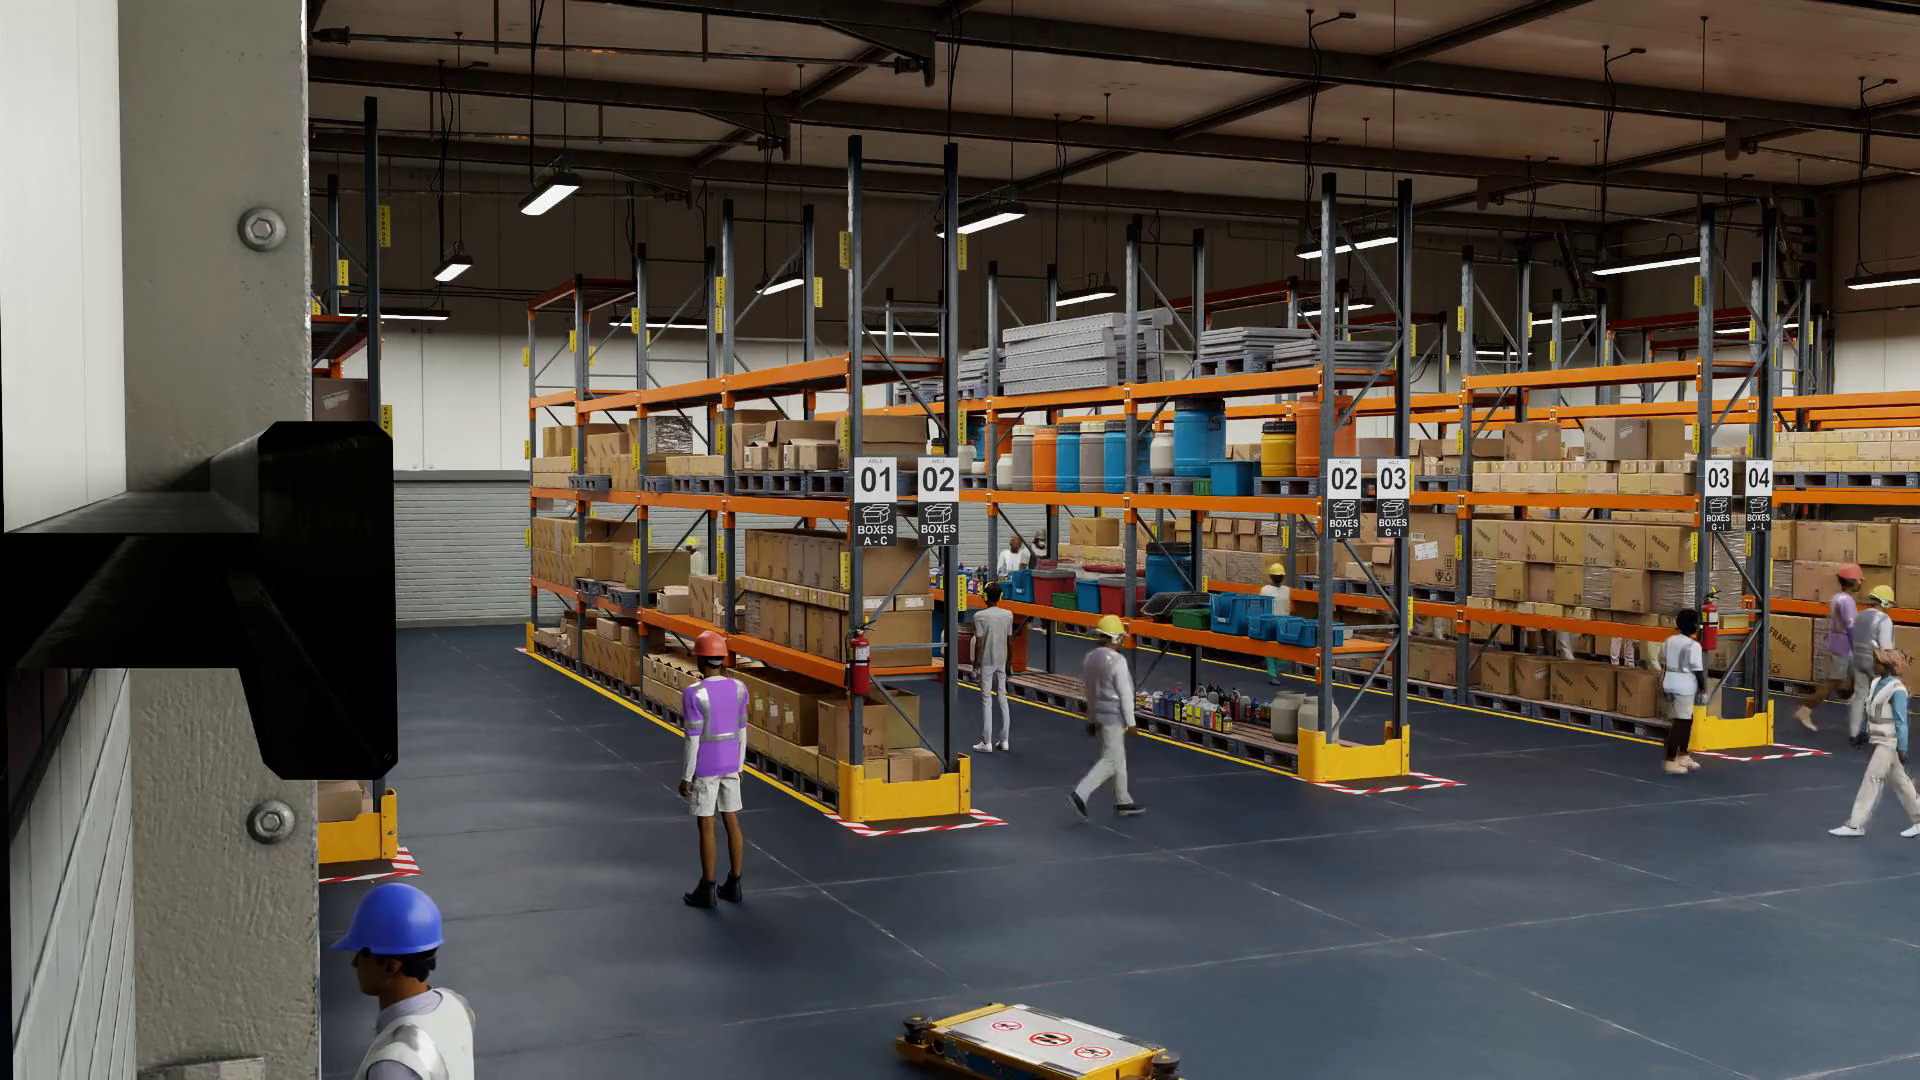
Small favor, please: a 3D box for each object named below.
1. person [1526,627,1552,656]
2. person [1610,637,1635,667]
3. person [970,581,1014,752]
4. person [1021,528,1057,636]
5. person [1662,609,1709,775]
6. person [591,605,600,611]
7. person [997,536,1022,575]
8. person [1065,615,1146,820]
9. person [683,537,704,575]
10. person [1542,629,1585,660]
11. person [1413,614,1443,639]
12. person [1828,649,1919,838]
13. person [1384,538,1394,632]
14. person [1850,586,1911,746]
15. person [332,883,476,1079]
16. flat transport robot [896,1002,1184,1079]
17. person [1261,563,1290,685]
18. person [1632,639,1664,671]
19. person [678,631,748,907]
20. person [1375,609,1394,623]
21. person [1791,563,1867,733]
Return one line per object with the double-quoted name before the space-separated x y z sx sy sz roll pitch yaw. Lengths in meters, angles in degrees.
"person" 8.743 1.029 26.962 0.649 2.019 0.508 0 2 -10
"person" 9.896 1.057 26.563 0.611 1.996 0.379 -1 2 -22
"person" 0.349 1.383 19.668 0.528 1.871 0.323 -1 3 -30
"person" 1.488 0.788 33.559 0.695 2.000 0.640 0 2 -6
"person" 7.394 1.535 18.175 0.624 1.671 0.552 0 2 -10
"person" -6.650 0.906 31.693 0.996 1.918 0.615 0 2 -9
"person" 0.968 0.846 34.254 0.675 1.827 0.991 1 2 13
"person" 1.282 1.561 15.817 0.813 1.808 0.589 -1 2 -21
"person" -5.252 0.834 35.124 0.924 1.784 0.613 -2 3 -37
"person" 8.681 1.152 25.531 0.596 1.896 0.918 0 2 -12
"person" 7.568 1.000 29.014 0.637 1.914 0.800 -1 2 -21
"person" 7.760 1.701 15.011 0.745 1.617 0.515 0 2 12
"person" 7.450 0.921 31.178 0.553 1.913 0.534 -2 3 -38
"person" 10.267 1.407 19.998 0.755 1.789 0.626 0 2 -12
"person" -1.512 1.909 4.919 0.391 1.949 0.602 0 2 -2
"flat transport robot" 0.392 2.598 9.051 0.652 0.197 1.431 -2 3 -43
"person" 4.555 1.208 25.741 0.533 1.755 0.356 -1 2 -22
"person" 9.394 1.349 24.148 0.495 1.592 0.840 -1 2 -20
"person" -1.766 1.614 12.749 0.543 1.940 0.361 -2 3 -44
"person" 7.251 1.001 30.193 0.630 1.841 0.979 -1 2 -27
"person" 10.287 1.272 20.996 1.001 2.012 0.611 1 2 21
